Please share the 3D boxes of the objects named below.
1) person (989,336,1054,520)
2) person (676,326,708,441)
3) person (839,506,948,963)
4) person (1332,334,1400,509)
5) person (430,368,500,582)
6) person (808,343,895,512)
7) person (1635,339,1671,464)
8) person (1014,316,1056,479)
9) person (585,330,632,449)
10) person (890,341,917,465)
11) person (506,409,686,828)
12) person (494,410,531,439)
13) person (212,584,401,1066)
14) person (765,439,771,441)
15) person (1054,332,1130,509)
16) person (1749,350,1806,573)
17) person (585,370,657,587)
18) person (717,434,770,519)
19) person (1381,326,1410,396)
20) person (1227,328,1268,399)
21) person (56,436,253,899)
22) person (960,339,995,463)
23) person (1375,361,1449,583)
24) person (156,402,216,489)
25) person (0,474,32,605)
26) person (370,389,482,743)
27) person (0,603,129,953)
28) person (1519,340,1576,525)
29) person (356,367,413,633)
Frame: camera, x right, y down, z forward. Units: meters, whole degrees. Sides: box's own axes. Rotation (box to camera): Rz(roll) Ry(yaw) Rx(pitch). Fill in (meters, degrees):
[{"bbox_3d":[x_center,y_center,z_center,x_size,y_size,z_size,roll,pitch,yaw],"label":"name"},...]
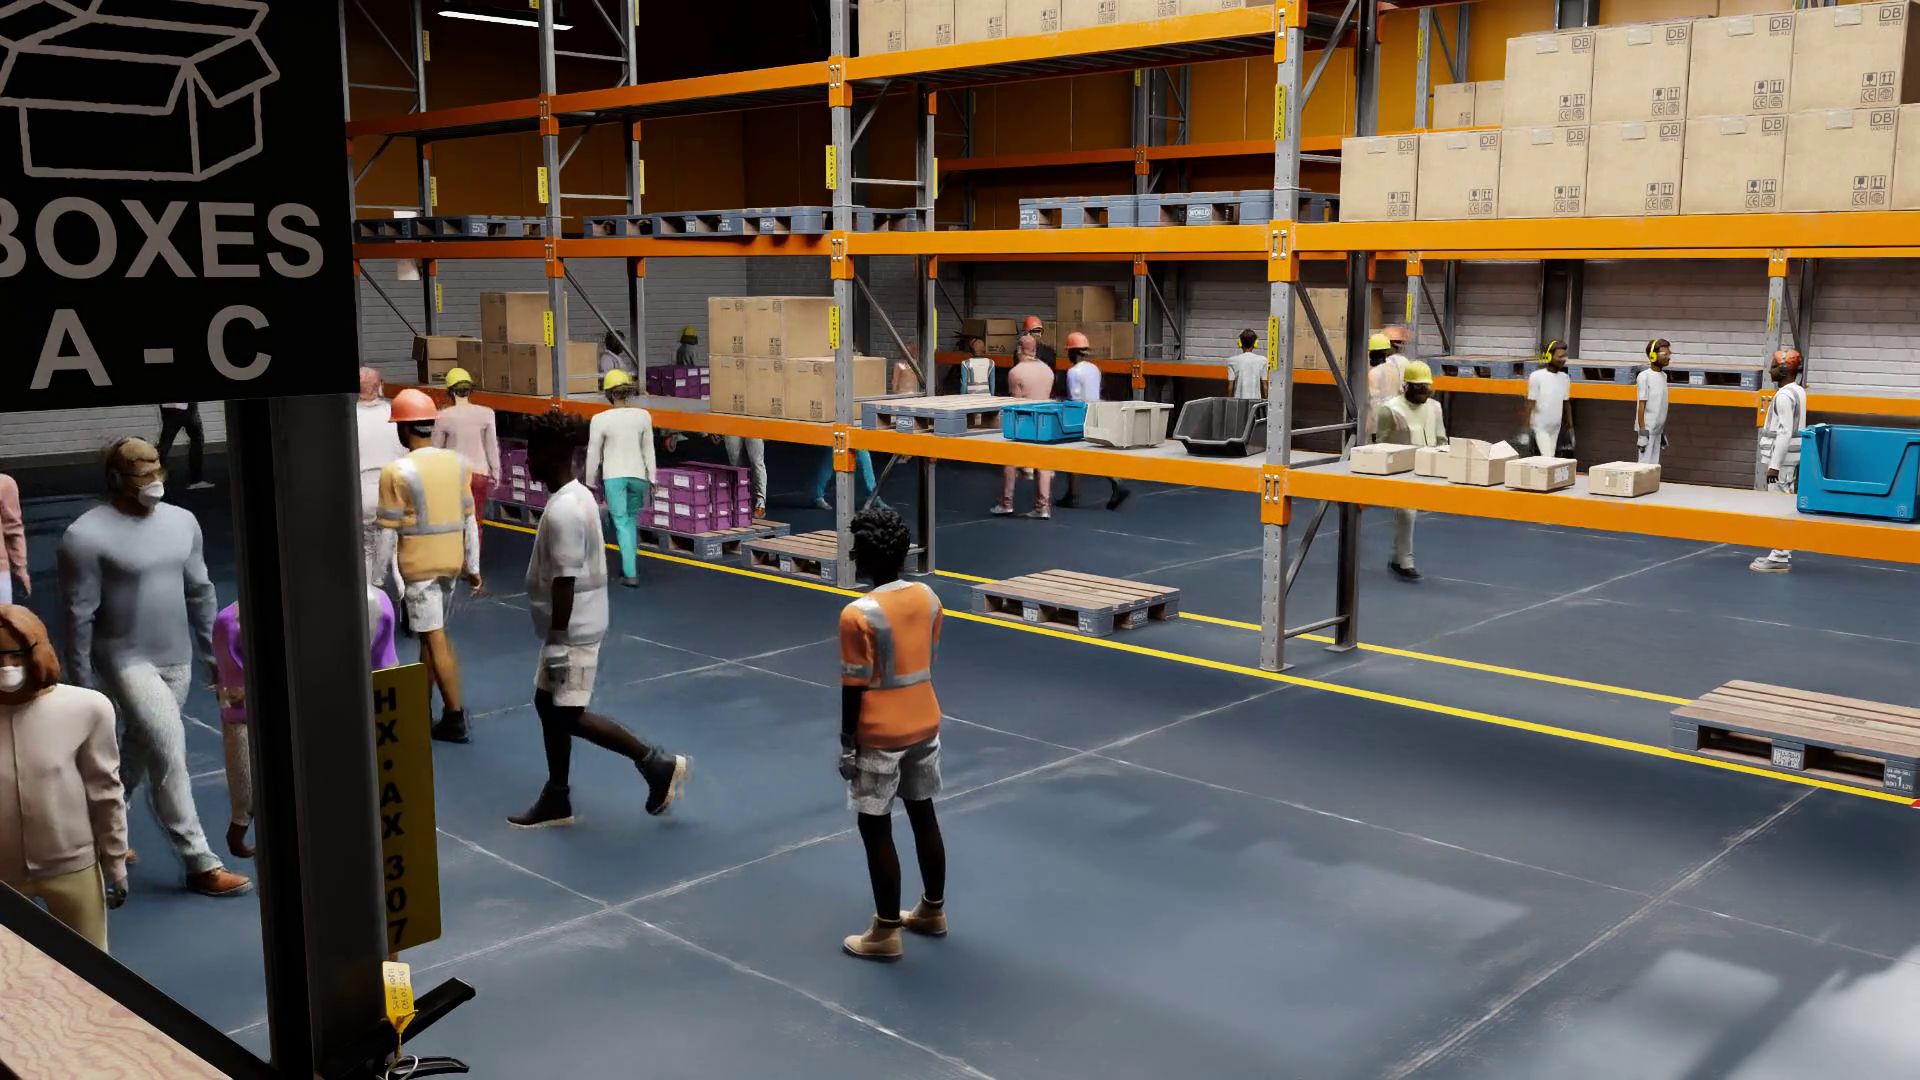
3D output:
[{"bbox_3d":[0.640,-1.159,17.140,0.658,1.870,0.817,-7,12,-38],"label":"person"},{"bbox_3d":[-4.027,-2.350,24.939,0.701,1.720,0.518,-7,12,-38],"label":"person"},{"bbox_3d":[-0.263,0.717,6.207,0.322,1.693,0.533,7,11,36],"label":"person"},{"bbox_3d":[4.510,-1.262,17.770,0.600,1.881,1.010,-9,13,-44],"label":"person"},{"bbox_3d":[-4.111,-0.543,13.717,0.544,1.739,0.722,-6,11,-34],"label":"person"},{"bbox_3d":[-1.200,-1.172,17.518,0.959,1.798,0.555,4,10,25],"label":"person"},{"bbox_3d":[6.887,-1.058,16.521,0.516,1.872,0.327,-9,13,-44],"label":"person"},{"bbox_3d":[0.889,-1.736,20.332,0.616,1.983,0.409,-7,11,-36],"label":"person"},{"bbox_3d":[-4.335,-1.676,20.484,0.786,1.822,0.611,1,9,5],"label":"person"},{"bbox_3d":[-0.673,-1.775,21.654,0.425,1.619,0.536,8,12,41],"label":"person"},{"bbox_3d":[-1.677,0.376,7.520,0.757,1.942,0.623,-2,10,-13],"label":"person"},{"bbox_3d":[-5.487,-1.723,20.349,0.636,1.948,0.659,-1,9,-6],"label":"person"},{"bbox_3d":[-2.015,0.758,5.178,0.546,1.939,0.375,-7,12,-38],"label":"person"},{"bbox_3d":[-3.036,-2.481,24.718,0.393,2.041,0.613,-3,10,-18],"label":"person"},{"bbox_3d":[1.405,-1.248,17.625,0.816,1.905,0.559,8,12,39],"label":"person"},{"bbox_3d":[6.936,-0.662,14.051,0.339,1.882,0.584,6,11,34],"label":"person"},{"bbox_3d":[-2.786,-0.508,13.501,0.554,1.740,0.685,-7,12,-37],"label":"person"},{"bbox_3d":[-2.207,-1.181,17.065,0.636,1.937,0.358,2,10,14],"label":"person"},{"bbox_3d":[4.837,-1.458,18.831,0.474,1.912,0.572,8,12,40],"label":"person"},{"bbox_3d":[3.358,-1.539,19.470,0.507,1.872,0.329,0,9,2],"label":"person"},{"bbox_3d":[-3.395,0.503,6.900,1.004,1.896,0.645,4,10,21],"label":"person"},{"bbox_3d":[0.233,-1.843,22.037,0.521,1.640,0.306,-4,10,-25],"label":"person"},{"bbox_3d":[3.760,-0.558,13.654,0.609,1.800,0.744,-5,10,-26],"label":"person"},{"bbox_3d":[-9.034,-1.479,19.139,0.645,1.877,0.732,3,10,15],"label":"person"},{"bbox_3d":[-5.487,0.195,9.261,0.544,1.768,0.584,-6,11,-31],"label":"person"},{"bbox_3d":[-2.983,0.138,9.054,0.808,1.908,0.577,6,11,31],"label":"person"},{"bbox_3d":[-2.677,0.976,4.806,0.504,1.626,0.281,-5,10,-26],"label":"person"},{"bbox_3d":[5.904,-1.058,16.571,0.577,1.848,0.563,-5,10,-28],"label":"person"},{"bbox_3d":[-4.082,-0.273,11.679,0.644,1.884,0.795,-5,10,-27],"label":"person"}]
